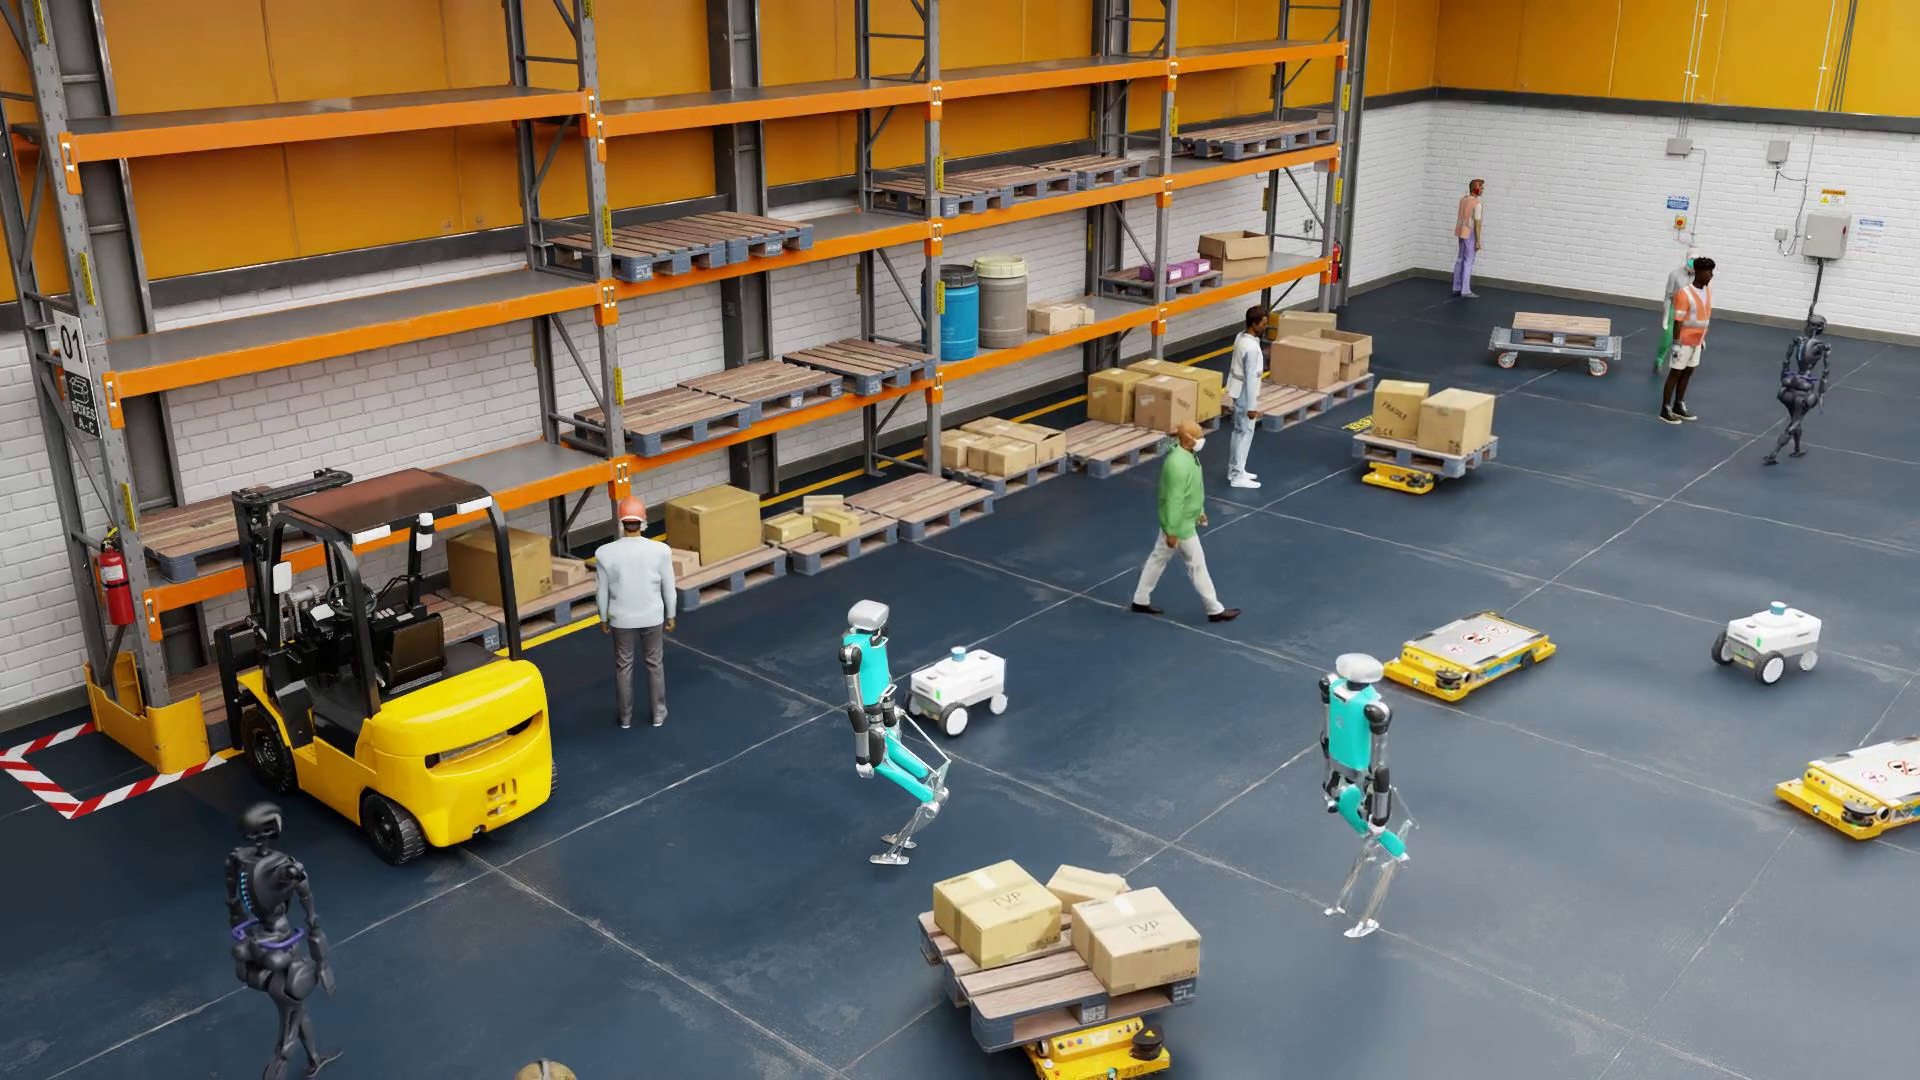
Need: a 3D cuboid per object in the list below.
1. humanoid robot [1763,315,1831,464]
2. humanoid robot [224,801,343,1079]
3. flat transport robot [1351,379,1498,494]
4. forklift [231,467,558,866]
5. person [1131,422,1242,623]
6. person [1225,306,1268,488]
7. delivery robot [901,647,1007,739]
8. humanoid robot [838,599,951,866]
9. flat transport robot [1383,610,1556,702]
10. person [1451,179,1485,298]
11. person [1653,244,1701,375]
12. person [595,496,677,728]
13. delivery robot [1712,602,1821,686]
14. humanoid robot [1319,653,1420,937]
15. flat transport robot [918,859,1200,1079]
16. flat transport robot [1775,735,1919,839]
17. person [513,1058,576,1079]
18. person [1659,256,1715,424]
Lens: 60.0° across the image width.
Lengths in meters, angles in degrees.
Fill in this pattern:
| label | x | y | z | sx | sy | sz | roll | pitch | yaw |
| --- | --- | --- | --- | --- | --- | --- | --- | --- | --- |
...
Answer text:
| label | x | y | z | sx | sy | sz | roll | pitch | yaw |
| --- | --- | --- | --- | --- | --- | --- | --- | --- | --- |
| humanoid robot | 9.080 | -1.631 | 18.018 | 0.786 | 1.626 | 0.607 | -10 | 22 | -24 |
| humanoid robot | -3.361 | 2.041 | 8.059 | 0.602 | 1.634 | 0.767 | 9 | 22 | 22 |
| flat transport robot | 4.919 | -0.793 | 17.698 | 0.659 | 0.231 | 1.431 | 16 | 26 | 37 |
| forklift | -3.730 | 0.710 | 10.856 | 2.313 | 2.155 | 1.214 | 17 | 26 | 38 |
| person | 1.895 | -0.153 | 13.853 | 0.943 | 1.736 | 0.549 | 2 | 20 | 6 |
| person | 2.958 | -1.480 | 17.201 | 0.408 | 1.908 | 0.595 | -1 | 20 | -2 |
| delivery robot | -0.026 | 1.093 | 12.204 | 0.816 | 0.613 | 0.499 | -17 | 26 | -39 |
| humanoid robot | -0.334 | 1.189 | 10.016 | 0.735 | 1.677 | 0.533 | 7 | 21 | 18 |
| flat transport robot | 4.021 | 0.900 | 13.111 | 1.431 | 0.231 | 0.659 | -16 | 26 | -37 |
| person | 7.975 | -4.734 | 26.100 | 0.375 | 1.843 | 0.569 | -5 | 21 | -13 |
| person | 9.167 | -2.888 | 21.166 | 0.514 | 1.811 | 0.841 | 4 | 21 | 11 |
| person | -2.327 | 0.524 | 12.010 | 0.572 | 1.738 | 0.351 | -4 | 21 | -11 |
| delivery robot | 6.366 | 0.775 | 13.027 | 0.767 | 0.587 | 0.499 | -9 | 22 | -22 |
| humanoid robot | 2.375 | 1.466 | 9.491 | 0.657 | 1.815 | 0.536 | -10 | 22 | -24 |
| flat transport robot | 0.506 | 2.430 | 8.967 | 0.659 | 0.231 | 1.431 | -8 | 22 | -20 |
| flat transport robot | 6.243 | 1.639 | 11.110 | 1.431 | 0.231 | 0.659 | -9 | 22 | -22 |
| person | -1.557 | 2.681 | 5.933 | 0.675 | 1.896 | 0.644 | 2 | 20 | 4 |
| person | 8.537 | -2.345 | 19.460 | 0.611 | 1.961 | 0.364 | -14 | 24 | -33 |
